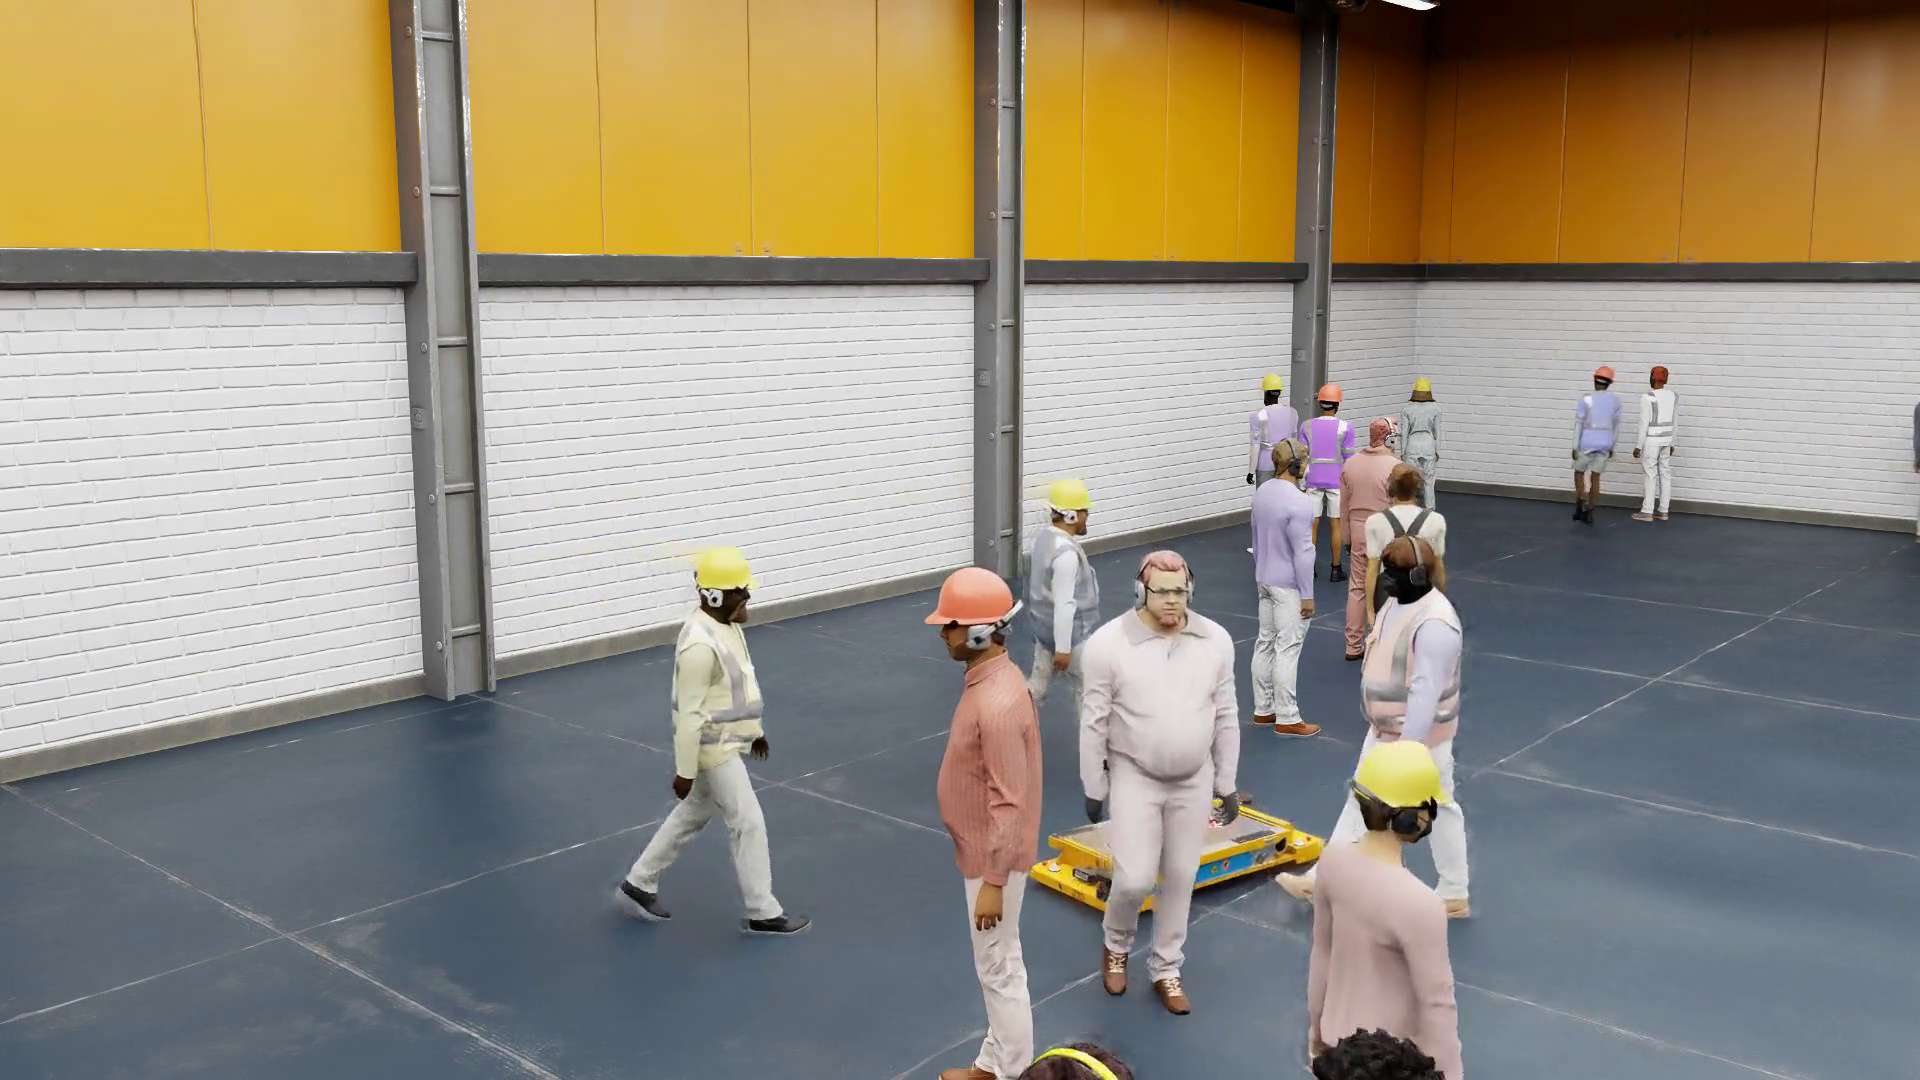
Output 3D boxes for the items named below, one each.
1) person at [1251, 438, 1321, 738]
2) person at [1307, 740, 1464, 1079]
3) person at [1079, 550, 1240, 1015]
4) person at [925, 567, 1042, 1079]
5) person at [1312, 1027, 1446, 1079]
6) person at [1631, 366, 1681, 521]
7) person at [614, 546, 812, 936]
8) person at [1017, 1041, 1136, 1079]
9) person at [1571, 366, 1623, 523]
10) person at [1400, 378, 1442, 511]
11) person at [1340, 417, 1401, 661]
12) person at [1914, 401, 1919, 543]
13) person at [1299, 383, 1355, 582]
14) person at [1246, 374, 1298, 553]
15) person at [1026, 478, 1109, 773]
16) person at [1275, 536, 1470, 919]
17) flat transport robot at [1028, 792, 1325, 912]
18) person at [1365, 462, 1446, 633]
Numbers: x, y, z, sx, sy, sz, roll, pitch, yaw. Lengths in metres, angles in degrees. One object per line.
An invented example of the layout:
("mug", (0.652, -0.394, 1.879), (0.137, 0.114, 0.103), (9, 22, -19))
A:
("person", (2.104, 0.306, 10.758), (0.372, 1.940, 0.631), (-3, 10, -19))
("person", (1.120, 1.395, 4.586), (0.893, 1.726, 0.538), (-3, 10, -18))
("person", (0.819, 0.976, 6.711), (0.645, 1.893, 0.422), (-2, 9, -13))
("person", (0.082, 1.075, 5.757), (0.400, 1.989, 0.623), (0, 9, -2))
("person", (0.796, 1.672, 2.972), (0.424, 1.682, 0.541), (-5, 10, -28))
("person", (8.440, -1.166, 20.176), (0.573, 1.883, 0.354), (-3, 10, -20))
("person", (-1.163, 0.902, 7.496), (0.893, 1.794, 0.588), (0, 9, -2))
("person", (0.198, 1.640, 2.681), (0.522, 1.850, 0.796), (7, 12, 38))
("person", (7.637, -1.141, 19.991), (0.570, 1.896, 0.401), (1, 9, 3))
("person", (5.548, -1.077, 20.055), (0.487, 1.744, 0.294), (2, 9, 11))
("person", (3.206, 0.012, 12.703), (0.403, 1.906, 0.651), (-6, 11, -35))
("person", (10.778, -0.892, 18.286), (0.381, 1.939, 0.639), (-3, 9, -17))
("person", (3.568, -0.556, 16.174), (0.552, 1.937, 0.356), (4, 10, 24))
("person", (3.314, -0.799, 17.732), (0.587, 1.928, 0.363), (-4, 10, -25))
("person", (0.551, 0.520, 9.875), (0.879, 1.801, 0.598), (-2, 9, -12))
("person", (1.945, 0.879, 7.585), (0.935, 1.794, 0.661), (-1, 9, -7))
("flat transport robot", (1.087, 1.533, 8.269), (1.431, 0.197, 0.652), (-7, 11, -36))
("person", (2.814, 0.411, 10.530), (0.523, 1.819, 0.918), (2, 9, 11))
